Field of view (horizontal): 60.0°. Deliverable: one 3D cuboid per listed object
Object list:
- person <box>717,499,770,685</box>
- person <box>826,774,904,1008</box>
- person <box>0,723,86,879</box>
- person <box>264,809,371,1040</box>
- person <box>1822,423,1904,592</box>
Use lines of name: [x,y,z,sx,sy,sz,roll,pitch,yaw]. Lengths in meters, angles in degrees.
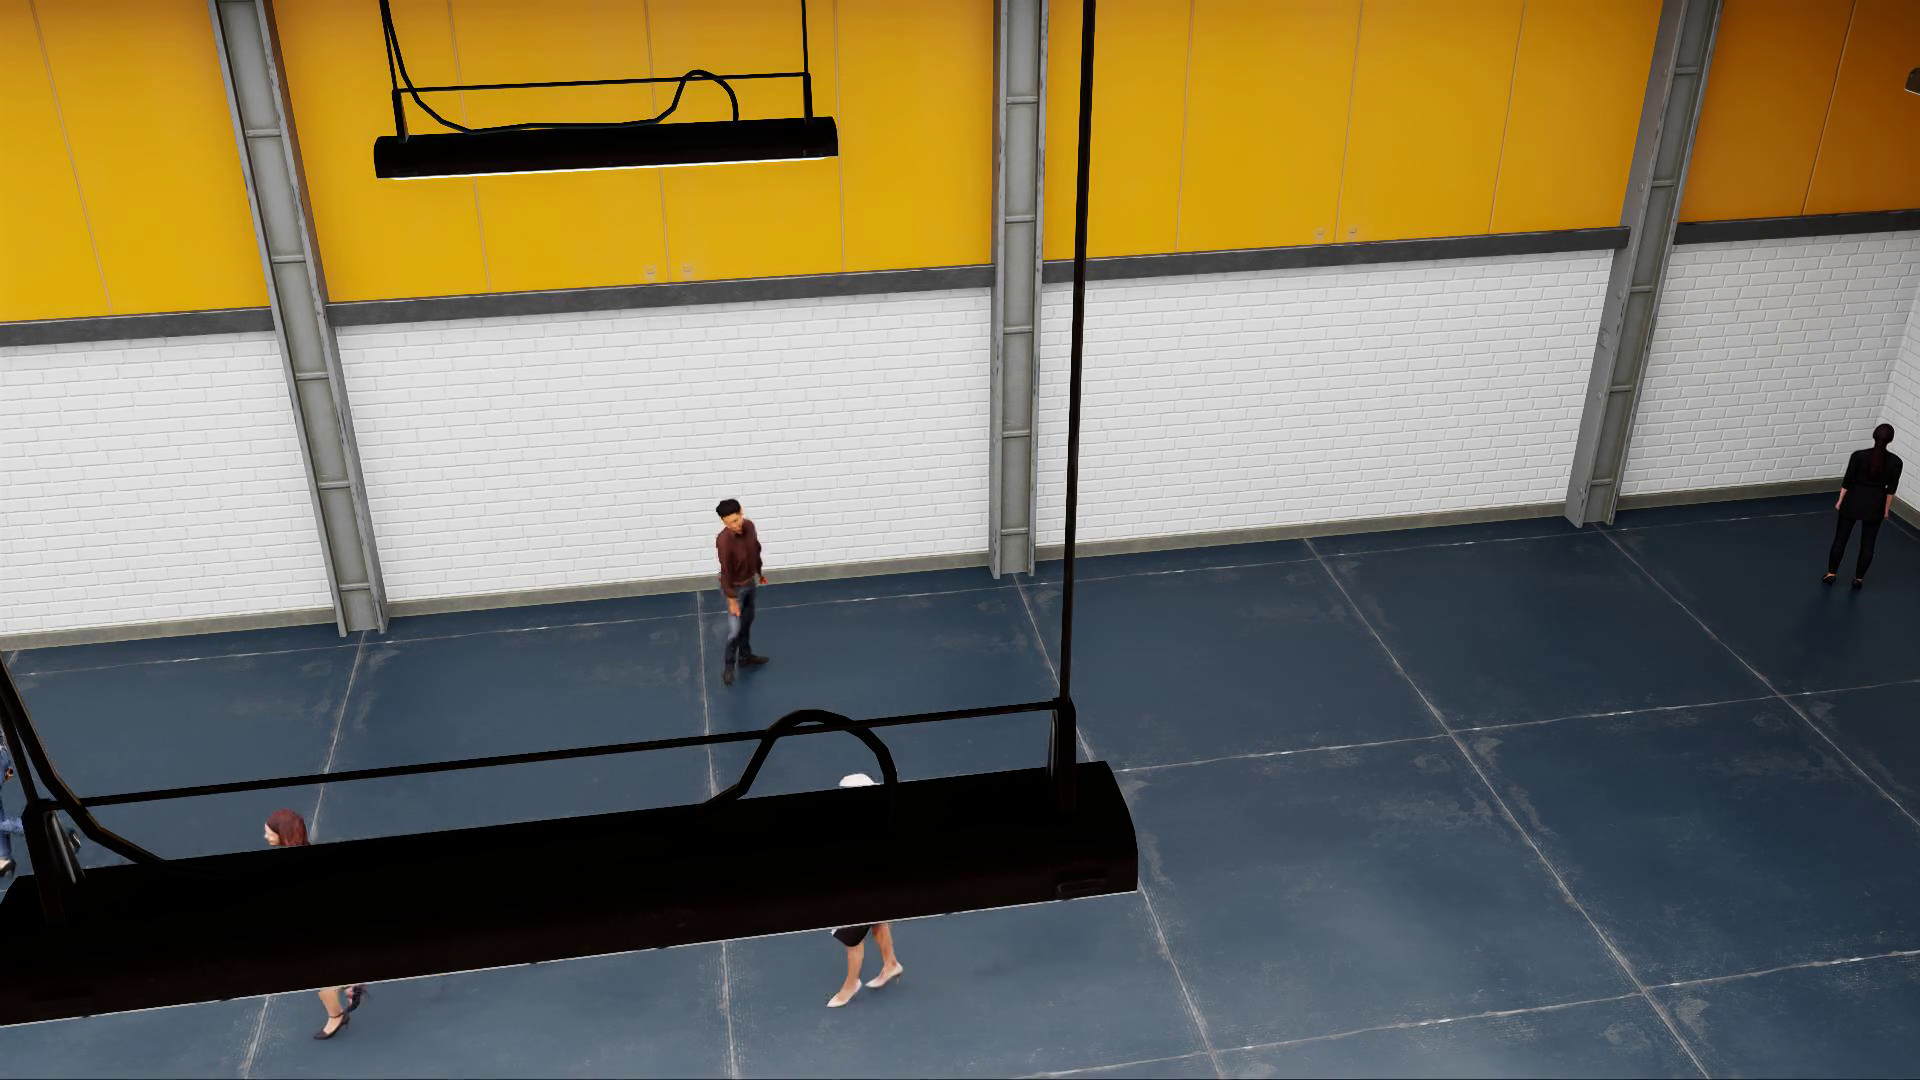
person: [-1.885,0.401,13.996,0.795,1.750,0.782,6,29,11]
person: [-0.522,2.225,10.670,0.818,1.732,0.720,-10,30,-17]
person: [-6.700,1.675,11.645,0.965,1.765,0.619,-3,29,-5]
person: [-3.956,2.388,10.315,0.758,1.785,0.691,-14,31,-24]
person: [8.348,-0.304,15.381,0.664,1.660,0.753,13,31,22]
